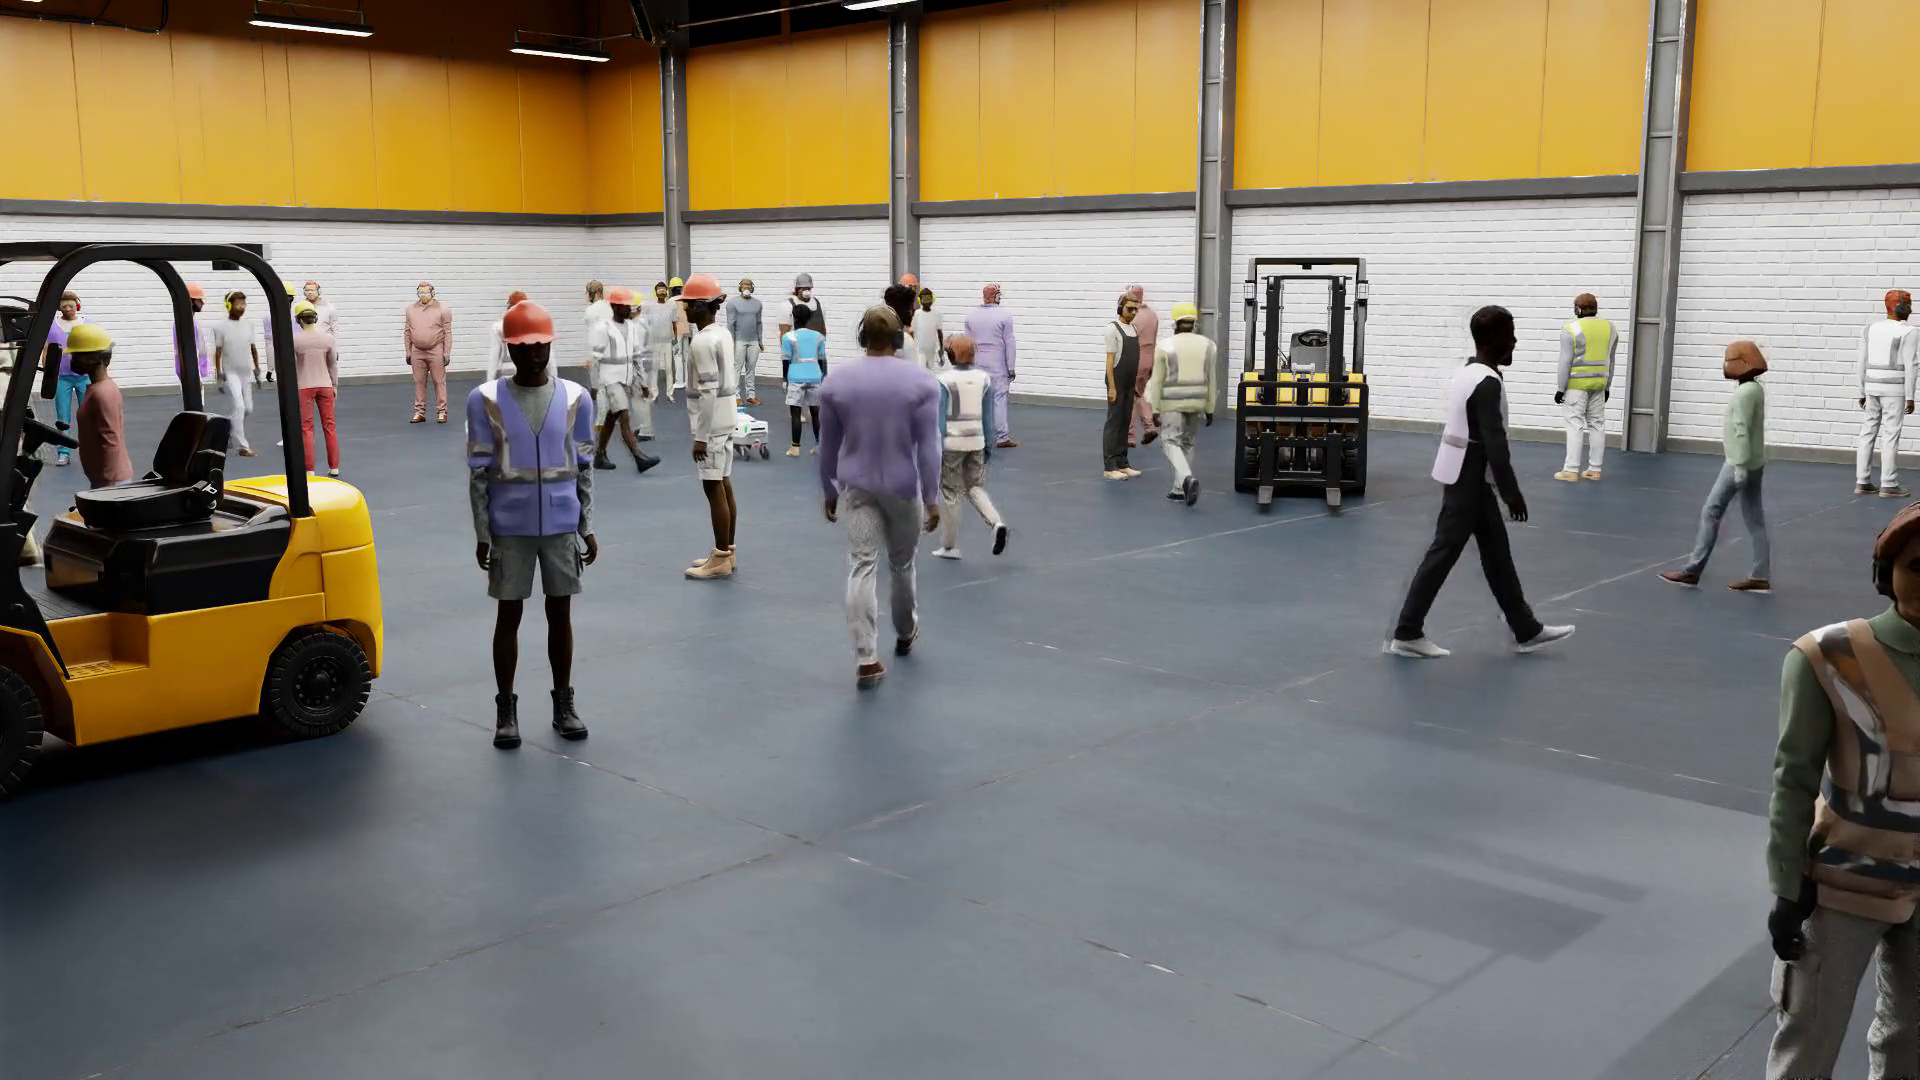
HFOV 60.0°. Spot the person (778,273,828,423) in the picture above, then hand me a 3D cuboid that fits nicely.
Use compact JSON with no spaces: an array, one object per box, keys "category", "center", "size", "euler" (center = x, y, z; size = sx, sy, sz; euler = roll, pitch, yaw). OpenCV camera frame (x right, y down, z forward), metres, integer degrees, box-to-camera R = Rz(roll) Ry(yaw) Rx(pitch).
[{"category":"person","center":[-2.076,-2.583,22.348],"size":[0.703,2.000,0.587],"euler":[-5,11,-30]}]

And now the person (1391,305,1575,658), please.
[{"category":"person","center":[2.782,-0.288,8.777],"size":[1.004,1.872,0.588],"euler":[2,9,10]}]

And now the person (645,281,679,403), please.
[{"category":"person","center":[-4.600,-3.044,25.684],"size":[0.513,1.877,0.328],"euler":[-3,10,-16]}]

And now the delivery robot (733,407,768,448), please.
[{"category":"delivery robot","center":[-2.414,-1.210,18.186],"size":[0.477,0.478,0.707],"euler":[-9,13,-42]}]

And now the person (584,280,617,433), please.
[{"category":"person","center":[-4.560,-2.318,21.059],"size":[0.371,1.934,0.627],"euler":[2,10,15]}]

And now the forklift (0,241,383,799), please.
[{"category":"forklift","center":[-3.706,-0.171,7.093],"size":[1.214,2.155,2.313],"euler":[9,13,43]}]

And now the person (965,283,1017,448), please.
[{"category":"person","center":[0.382,-2.020,19.312],"size":[0.641,1.908,0.408],"euler":[5,11,30]}]

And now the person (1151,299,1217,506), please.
[{"category":"person","center":[1.957,-1.181,14.465],"size":[0.599,1.811,0.746],"euler":[-3,10,-17]}]

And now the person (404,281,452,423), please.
[{"category":"person","center":[-7.161,-2.519,22.375],"size":[0.642,1.907,0.410],"euler":[0,9,1]}]

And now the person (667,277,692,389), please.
[{"category":"person","center":[-4.882,-3.582,28.822],"size":[0.382,1.924,0.594],"euler":[6,11,31]}]

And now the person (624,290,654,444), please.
[{"category":"person","center":[-3.852,-2.036,19.681],"size":[0.458,1.813,0.619],"euler":[-2,10,-13]}]

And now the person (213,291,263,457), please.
[{"category":"person","center":[-8.080,-1.853,18.517],"size":[0.766,1.839,0.506],"euler":[6,11,32]}]

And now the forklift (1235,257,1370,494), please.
[{"category":"forklift","center":[3.309,-1.629,16.029],"size":[1.214,2.155,2.313],"euler":[2,9,11]}]

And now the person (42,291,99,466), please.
[{"category":"person","center":[-9.357,-1.702,17.559],"size":[0.563,1.841,0.390],"euler":[-5,10,-26]}]

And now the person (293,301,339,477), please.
[{"category":"person","center":[-6.424,-1.484,16.479],"size":[0.524,1.760,0.326],"euler":[-8,13,-42]}]

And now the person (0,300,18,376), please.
[{"category":"person","center":[-11.254,-2.026,19.264],"size":[0.945,1.946,0.673],"euler":[7,12,39]}]

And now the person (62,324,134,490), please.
[{"category":"person","center":[-4.853,-0.335,9.410],"size":[0.321,1.766,0.535],"euler":[-5,11,-28]}]

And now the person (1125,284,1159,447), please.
[{"category":"person","center":[1.998,-2.014,19.277],"size":[0.448,1.896,0.670],"euler":[8,12,41]}]

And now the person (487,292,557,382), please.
[{"category":"person","center":[-4.421,-1.589,16.867],"size":[0.686,1.827,0.977],"euler":[-1,9,-8]}]

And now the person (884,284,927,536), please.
[{"category":"person","center":[-0.458,-0.989,12.830],"size":[0.450,1.956,0.629],"euler":[-4,10,-21]}]

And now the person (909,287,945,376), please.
[{"category":"person","center":[-0.498,-2.603,23.161],"size":[0.551,1.826,0.692],"euler":[-4,10,-23]}]

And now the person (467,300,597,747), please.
[{"category":"person","center":[-1.843,-0.068,7.245],"size":[0.547,1.937,0.379],"euler":[-4,10,-24]}]

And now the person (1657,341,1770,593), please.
[{"category":"person","center":[4.909,-0.471,10.712],"size":[0.749,1.601,0.534],"euler":[7,11,36]}]

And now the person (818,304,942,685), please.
[{"category":"person","center":[-0.402,-0.256,8.547],"size":[0.652,1.882,1.040],"euler":[1,9,6]}]

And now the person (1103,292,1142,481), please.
[{"category":"person","center":[1.607,-1.512,16.400],"size":[0.344,1.840,0.507],"euler":[7,11,36]}]

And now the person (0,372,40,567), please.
[{"category":"person","center":[-6.705,-0.591,11.461],"size":[0.651,1.599,0.555],"euler":[1,9,4]}]

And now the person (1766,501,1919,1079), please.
[{"category":"person","center":[1.857,0.723,3.315],"size":[0.514,1.636,0.315],"euler":[0,9,0]}]

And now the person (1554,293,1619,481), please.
[{"category":"person","center":[6.088,-1.486,16.262],"size":[0.624,1.835,0.430],"euler":[-3,10,-16]}]

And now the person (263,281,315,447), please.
[{"category":"person","center":[-7.811,-2.045,19.397],"size":[0.591,1.926,0.387],"euler":[-8,13,-42]}]

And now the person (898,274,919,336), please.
[{"category":"person","center":[-0.830,-3.190,26.207],"size":[0.389,1.996,0.612],"euler":[1,9,3]}]

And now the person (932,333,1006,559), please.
[{"category":"person","center":[0.041,-0.646,11.755],"size":[0.527,1.624,0.552],"euler":[-8,12,-39]}]

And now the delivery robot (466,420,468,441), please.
[{"category":"delivery robot","center":[-5.280,-1.270,18.558],"size":[0.477,0.478,0.707],"euler":[-1,9,-4]}]

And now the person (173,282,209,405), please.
[{"category":"person","center":[-8.082,-1.753,17.581],"size":[0.368,1.933,0.553],"euler":[-6,11,-32]}]

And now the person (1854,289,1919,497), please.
[{"category":"person","center":[8.457,-1.335,15.175],"size":[0.352,1.883,0.576],"euler":[-3,10,-20]}]

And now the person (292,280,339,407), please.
[{"category":"person","center":[-9.020,-2.665,23.256],"size":[0.636,1.911,0.406],"euler":[-2,10,-13]}]

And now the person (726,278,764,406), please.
[{"category":"person","center":[-3.247,-2.998,25.222],"size":[0.627,1.935,0.372],"euler":[-8,12,-39]}]

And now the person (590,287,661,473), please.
[{"category":"person","center":[-3.434,-1.627,16.964],"size":[0.995,1.879,0.563],"euler":[5,11,30]}]

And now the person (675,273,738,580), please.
[{"category":"person","center":[-1.688,-0.754,11.122],"size":[0.390,2.045,0.607],"euler":[1,9,5]}]

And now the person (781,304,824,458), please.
[{"category":"person","center":[-1.730,-1.754,18.351],"size":[0.535,1.690,0.322],"euler":[-6,11,-33]}]
